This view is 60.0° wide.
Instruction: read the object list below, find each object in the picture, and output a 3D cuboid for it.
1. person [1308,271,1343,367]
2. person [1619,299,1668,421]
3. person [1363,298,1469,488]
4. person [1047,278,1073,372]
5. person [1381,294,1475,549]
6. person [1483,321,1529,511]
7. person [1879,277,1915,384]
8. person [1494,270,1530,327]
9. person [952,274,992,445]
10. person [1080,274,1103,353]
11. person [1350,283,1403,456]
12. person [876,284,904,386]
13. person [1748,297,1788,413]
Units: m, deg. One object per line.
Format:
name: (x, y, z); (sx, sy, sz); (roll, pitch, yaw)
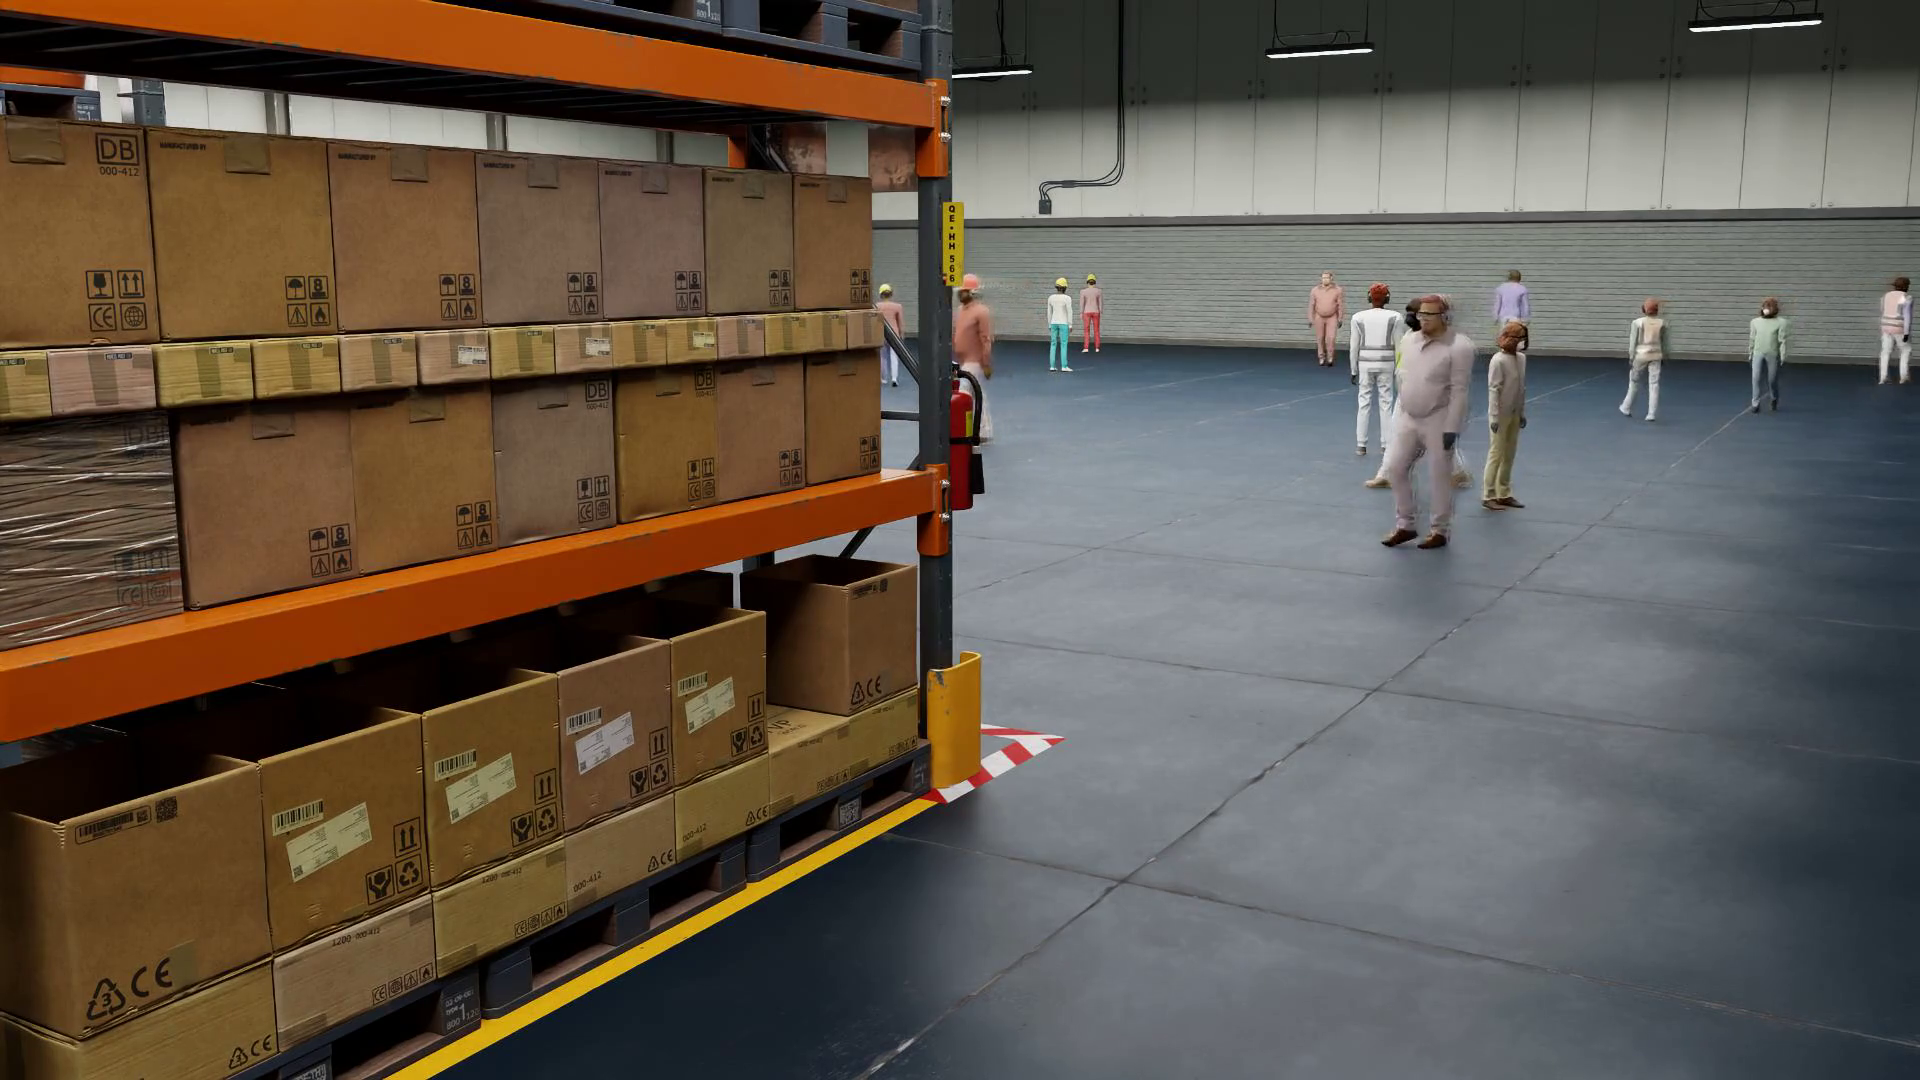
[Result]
person: (7.176, -4.337, 32.712); (0.678, 1.863, 0.925); (2, 10, 14)
person: (9.131, -2.398, 22.160); (0.547, 1.590, 0.845); (0, 10, 1)
person: (4.335, -1.362, 15.553); (0.977, 1.800, 0.638); (-2, 10, -12)
person: (1.900, -4.055, 31.382); (0.533, 1.768, 0.310); (7, 12, 34)
person: (3.423, -0.861, 12.296); (0.643, 1.887, 0.661); (-7, 12, -34)
person: (4.697, -1.062, 14.289); (0.506, 1.623, 0.289); (-9, 13, -41)
person: (15.980, -3.548, 28.262); (0.603, 1.828, 0.640); (-4, 10, -22)
person: (11.085, -4.435, 33.228); (0.661, 1.889, 0.988); (10, 14, 44)
person: (-0.006, -2.021, 18.908); (0.893, 1.959, 0.623); (-5, 11, -25)
person: (2.956, -5.105, 37.533); (0.524, 1.769, 0.314); (-1, 10, -6)
person: (4.548, -1.855, 18.166); (0.574, 1.882, 0.356); (4, 10, 20)
person: (-1.202, -3.442, 27.963); (0.542, 1.714, 0.938); (-2, 10, -11)
person: (11.267, -2.578, 23.191); (0.507, 1.605, 0.714); (8, 13, 40)
